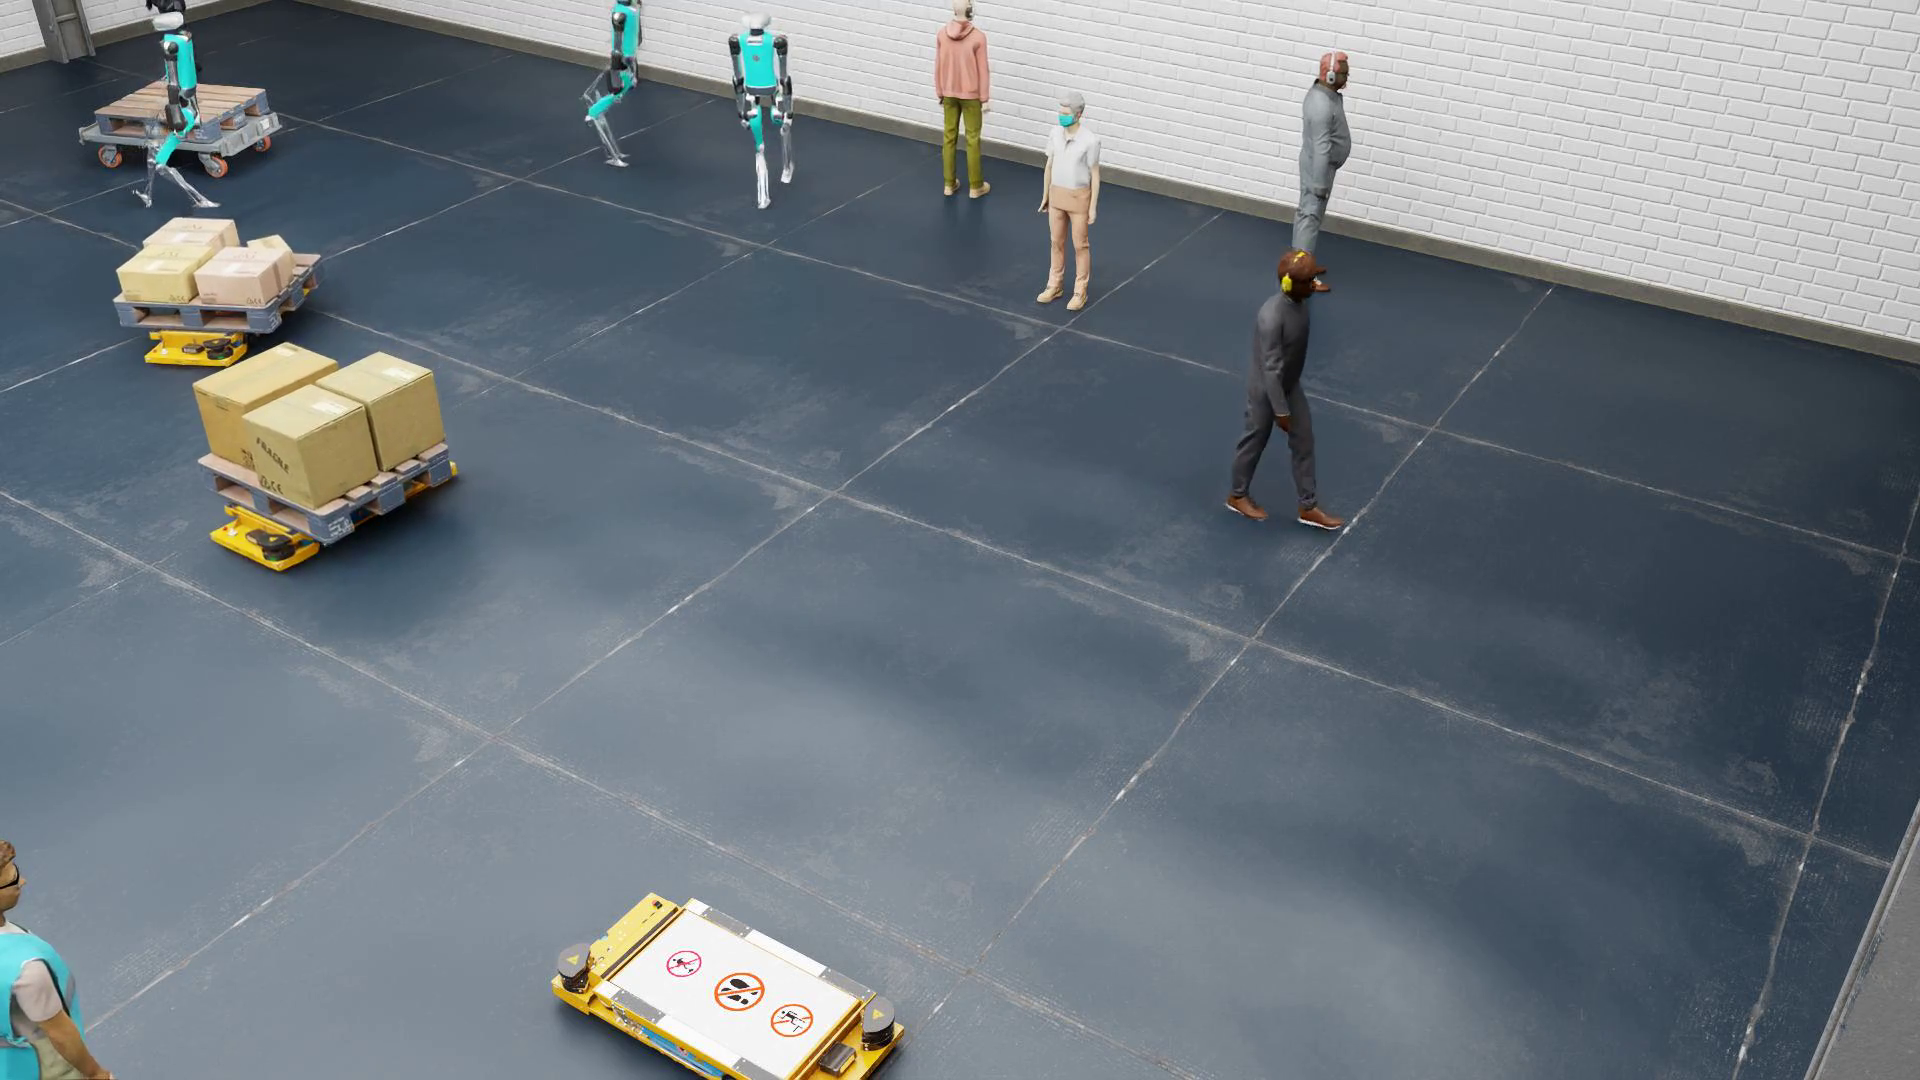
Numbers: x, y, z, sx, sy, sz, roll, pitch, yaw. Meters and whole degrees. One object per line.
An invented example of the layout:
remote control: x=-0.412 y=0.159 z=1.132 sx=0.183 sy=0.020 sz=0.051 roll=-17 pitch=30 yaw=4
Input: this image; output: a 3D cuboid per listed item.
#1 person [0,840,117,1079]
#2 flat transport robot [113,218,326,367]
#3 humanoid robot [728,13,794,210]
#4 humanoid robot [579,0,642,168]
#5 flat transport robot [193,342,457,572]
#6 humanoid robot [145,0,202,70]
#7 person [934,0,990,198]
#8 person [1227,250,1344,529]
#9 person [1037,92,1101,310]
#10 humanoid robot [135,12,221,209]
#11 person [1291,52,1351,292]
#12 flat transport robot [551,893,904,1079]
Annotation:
person: x=-3.305 y=1.833 z=5.952 sx=0.563 sy=1.838 sz=0.392 roll=17 pitch=36 yaw=24
flat transport robot: x=-5.699 y=-1.749 z=12.978 sx=0.659 sy=0.231 sz=1.431 roll=3 pitch=33 yaw=5
humanoid robot: x=-1.715 y=-3.971 z=15.130 sx=0.534 sy=1.782 sz=1.018 roll=4 pitch=33 yaw=7
humanoid robot: x=-3.325 y=-4.349 z=15.676 sx=0.795 sy=1.768 sz=0.570 roll=5 pitch=33 yaw=8
flat transport robot: x=-4.010 y=-0.282 z=10.695 sx=0.659 sy=0.231 sz=1.431 roll=19 pitch=38 yaw=27
humanoid robot: x=-8.704 y=-5.959 z=18.215 sx=0.599 sy=1.655 sz=0.315 roll=19 pitch=37 yaw=27
person: x=0.019 y=-4.012 z=15.051 sx=0.519 sy=1.835 sz=0.368 roll=13 pitch=35 yaw=19
person: x=2.047 y=-0.862 z=10.136 sx=0.853 sy=1.842 sz=0.501 roll=27 pitch=42 yaw=35
person: x=0.857 y=-2.658 z=13.026 sx=0.492 sy=1.744 sz=0.305 roll=19 pitch=37 yaw=27
humanoid robot: x=-7.125 y=-3.738 z=14.760 sx=0.900 sy=1.824 sz=0.559 roll=-3 pitch=33 yaw=-4
person: x=2.905 y=-2.962 z=13.351 sx=0.409 sy=1.910 sz=0.638 roll=4 pitch=33 yaw=6
flat transport robot: x=-1.012 y=1.990 z=7.159 sx=1.431 sy=0.231 sz=0.659 roll=19 pitch=37 yaw=27
